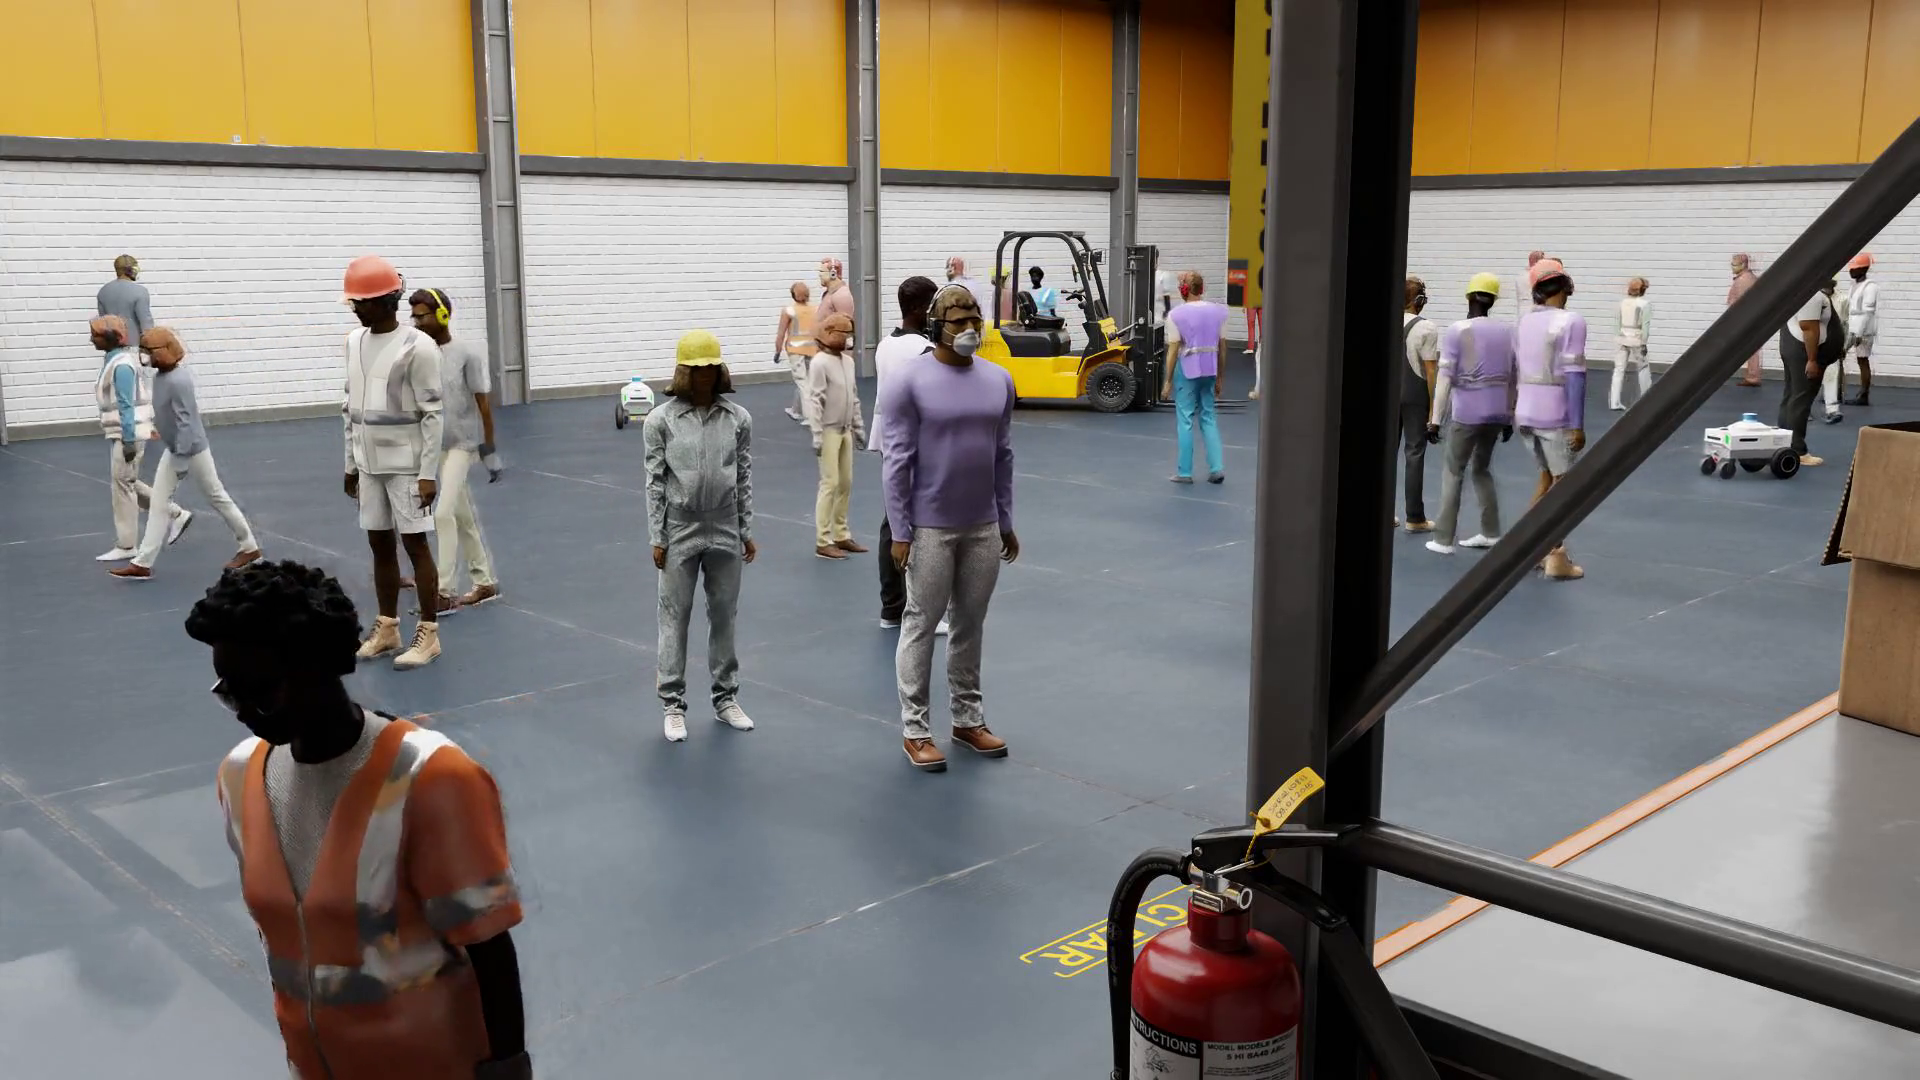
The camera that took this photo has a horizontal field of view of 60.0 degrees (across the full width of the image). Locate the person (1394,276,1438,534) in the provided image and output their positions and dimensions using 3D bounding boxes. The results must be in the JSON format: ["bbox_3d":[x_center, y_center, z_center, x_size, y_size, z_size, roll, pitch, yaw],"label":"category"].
[{"bbox_3d":[3.212,-0.967,11.964,0.346,1.841,0.506,-10,14,-44],"label":"person"}]

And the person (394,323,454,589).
[{"bbox_3d":[-3.269,-0.492,9.983,0.646,1.606,0.501,0,10,-1],"label":"person"}]

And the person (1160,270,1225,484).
[{"bbox_3d":[2.020,-1.369,14.248,0.610,1.838,0.464,-6,12,-28],"label":"person"}]

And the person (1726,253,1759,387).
[{"bbox_3d":[10.945,-3.108,23.559,0.901,1.865,0.667,9,13,39],"label":"person"}]

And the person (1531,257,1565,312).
[{"bbox_3d":[7.702,-2.773,21.807,0.429,1.841,0.633,3,11,17],"label":"person"}]

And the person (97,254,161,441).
[{"bbox_3d":[-8.640,-1.995,17.309,0.629,1.936,0.371,3,11,18],"label":"person"}]

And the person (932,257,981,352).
[{"bbox_3d":[-0.129,-2.406,19.753,0.937,1.862,0.655,5,11,25],"label":"person"}]

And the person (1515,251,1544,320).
[{"bbox_3d":[8.335,-3.232,24.130,0.411,1.911,0.643,-4,11,-20],"label":"person"}]

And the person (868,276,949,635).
[{"bbox_3d":[-0.272,-0.444,8.908,0.399,1.916,0.590,-5,12,-27],"label":"person"}]

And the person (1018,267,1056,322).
[{"bbox_3d":[1.075,-3.089,23.964,0.557,1.667,0.696,4,11,22],"label":"person"}]

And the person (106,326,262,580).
[{"bbox_3d":[-4.848,-0.545,10.364,0.508,1.570,0.917,10,14,43],"label":"person"}]

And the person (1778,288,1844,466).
[{"bbox_3d":[7.959,-1.726,15.555,0.535,2.000,0.688,3,11,13],"label":"person"}]

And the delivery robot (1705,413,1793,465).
[{"bbox_3d":[6.975,-0.879,14.720,0.707,0.478,0.477,-2,10,-12],"label":"delivery robot"}]

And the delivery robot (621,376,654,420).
[{"bbox_3d":[-3.607,-1.584,18.582,0.477,0.478,0.707,-3,11,-13],"label":"delivery robot"}]

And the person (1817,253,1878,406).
[{"bbox_3d":[11.093,-2.613,20.746,0.756,1.906,0.563,0,10,-1],"label":"person"}]

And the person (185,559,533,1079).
[{"bbox_3d":[-0.856,0.812,2.742,0.602,1.660,0.712,4,11,23],"label":"person"}]

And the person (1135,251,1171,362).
[{"bbox_3d":[2.843,-3.412,25.008,0.635,1.942,0.596,9,14,41],"label":"person"}]

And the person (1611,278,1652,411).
[{"bbox_3d":[8.288,-2.383,20.295,0.783,1.602,0.545,-5,11,-24],"label":"person"}]

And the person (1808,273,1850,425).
[{"bbox_3d":[9.782,-2.208,18.858,0.626,1.785,0.898,2,11,11],"label":"person"}]

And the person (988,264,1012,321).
[{"bbox_3d":[0.498,-2.749,21.902,0.481,1.747,0.553,-4,11,-21],"label":"person"}]

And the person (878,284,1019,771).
[{"bbox_3d":[-0.027,-0.054,6.717,0.628,1.940,0.373,-7,13,-35],"label":"person"}]

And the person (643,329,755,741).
[{"bbox_3d":[-1.094,-0.024,7.089,0.485,1.744,0.294,-6,12,-29],"label":"person"}]

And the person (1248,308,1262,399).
[{"bbox_3d":[4.029,-2.697,21.453,0.662,1.821,0.701,-5,12,-27],"label":"person"}]

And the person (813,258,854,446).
[{"bbox_3d":[-1.279,-1.882,16.774,0.399,1.909,0.642,-3,11,-14],"label":"person"}]

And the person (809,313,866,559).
[{"bbox_3d":[-0.826,-0.695,11.071,0.308,1.626,0.519,5,12,26],"label":"person"}]

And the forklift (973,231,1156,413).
[{"bbox_3d":[1.222,-2.721,20.561,2.313,2.155,1.214,2,11,13],"label":"forklift"}]

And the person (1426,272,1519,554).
[{"bbox_3d":[3.451,-0.847,11.209,0.651,1.895,0.436,-4,11,-22],"label":"person"}]

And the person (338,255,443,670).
[{"bbox_3d":[-2.819,-0.371,8.189,0.605,2.033,0.392,5,12,27],"label":"person"}]

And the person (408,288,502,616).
[{"bbox_3d":[-2.947,-0.484,9.354,0.530,1.828,0.844,6,12,31],"label":"person"}]

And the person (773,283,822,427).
[{"bbox_3d":[-1.839,-2.091,18.778,0.518,1.591,0.869,-8,13,-38],"label":"person"}]

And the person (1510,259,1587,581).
[{"bbox_3d":[3.703,-0.763,10.470,0.402,1.986,0.652,-3,11,-16],"label":"person"}]

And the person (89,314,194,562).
[{"bbox_3d":[-5.456,-0.682,11.001,0.543,1.621,0.531,-7,13,-35],"label":"person"}]

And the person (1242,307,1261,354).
[{"bbox_3d":[5.325,-4.228,29.952,0.524,1.769,0.308,-4,11,-21],"label":"person"}]
